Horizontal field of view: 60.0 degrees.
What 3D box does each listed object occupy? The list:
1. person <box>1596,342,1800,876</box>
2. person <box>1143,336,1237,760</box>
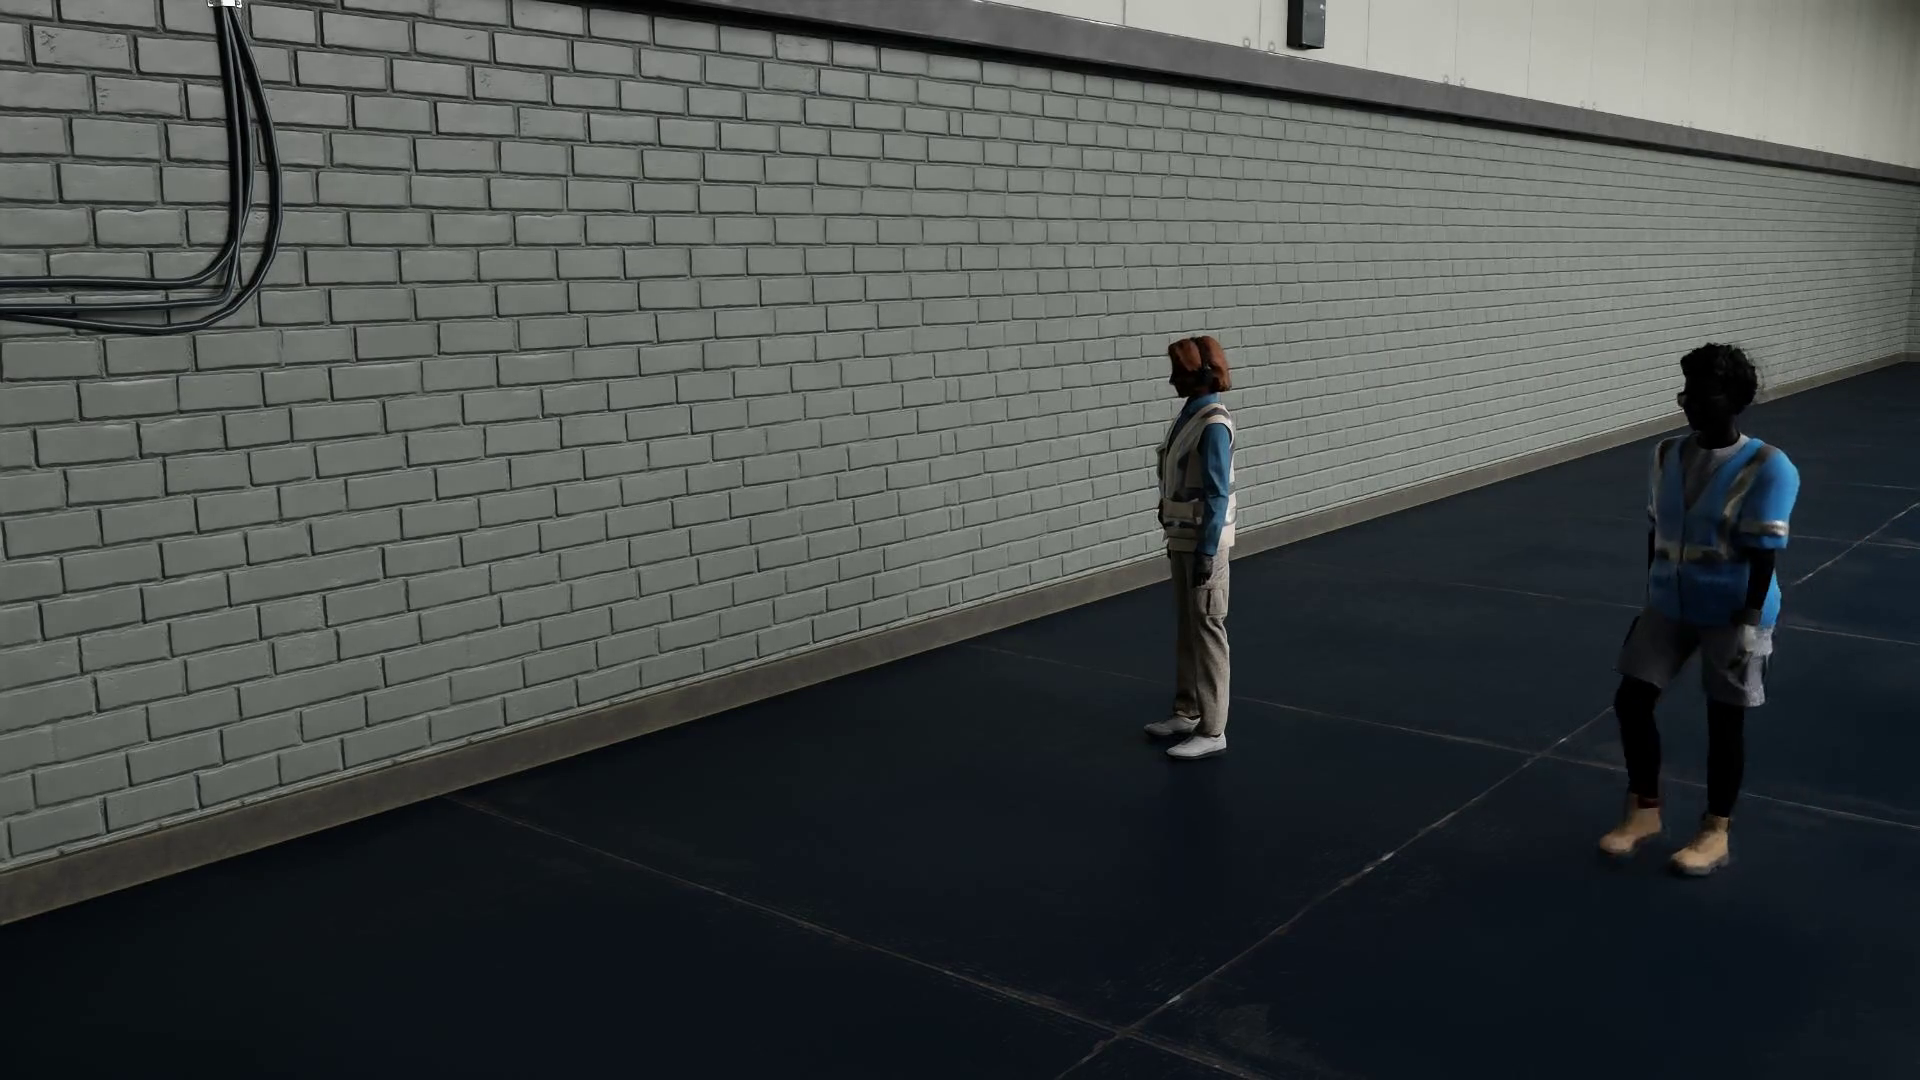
[{"bbox_3d":[2.280,0.236,5.181,0.493,1.682,0.541,-6,12,-31],"label":"person"},{"bbox_3d":[0.922,0.025,6.496,0.307,1.638,0.511,-1,10,-8],"label":"person"}]
